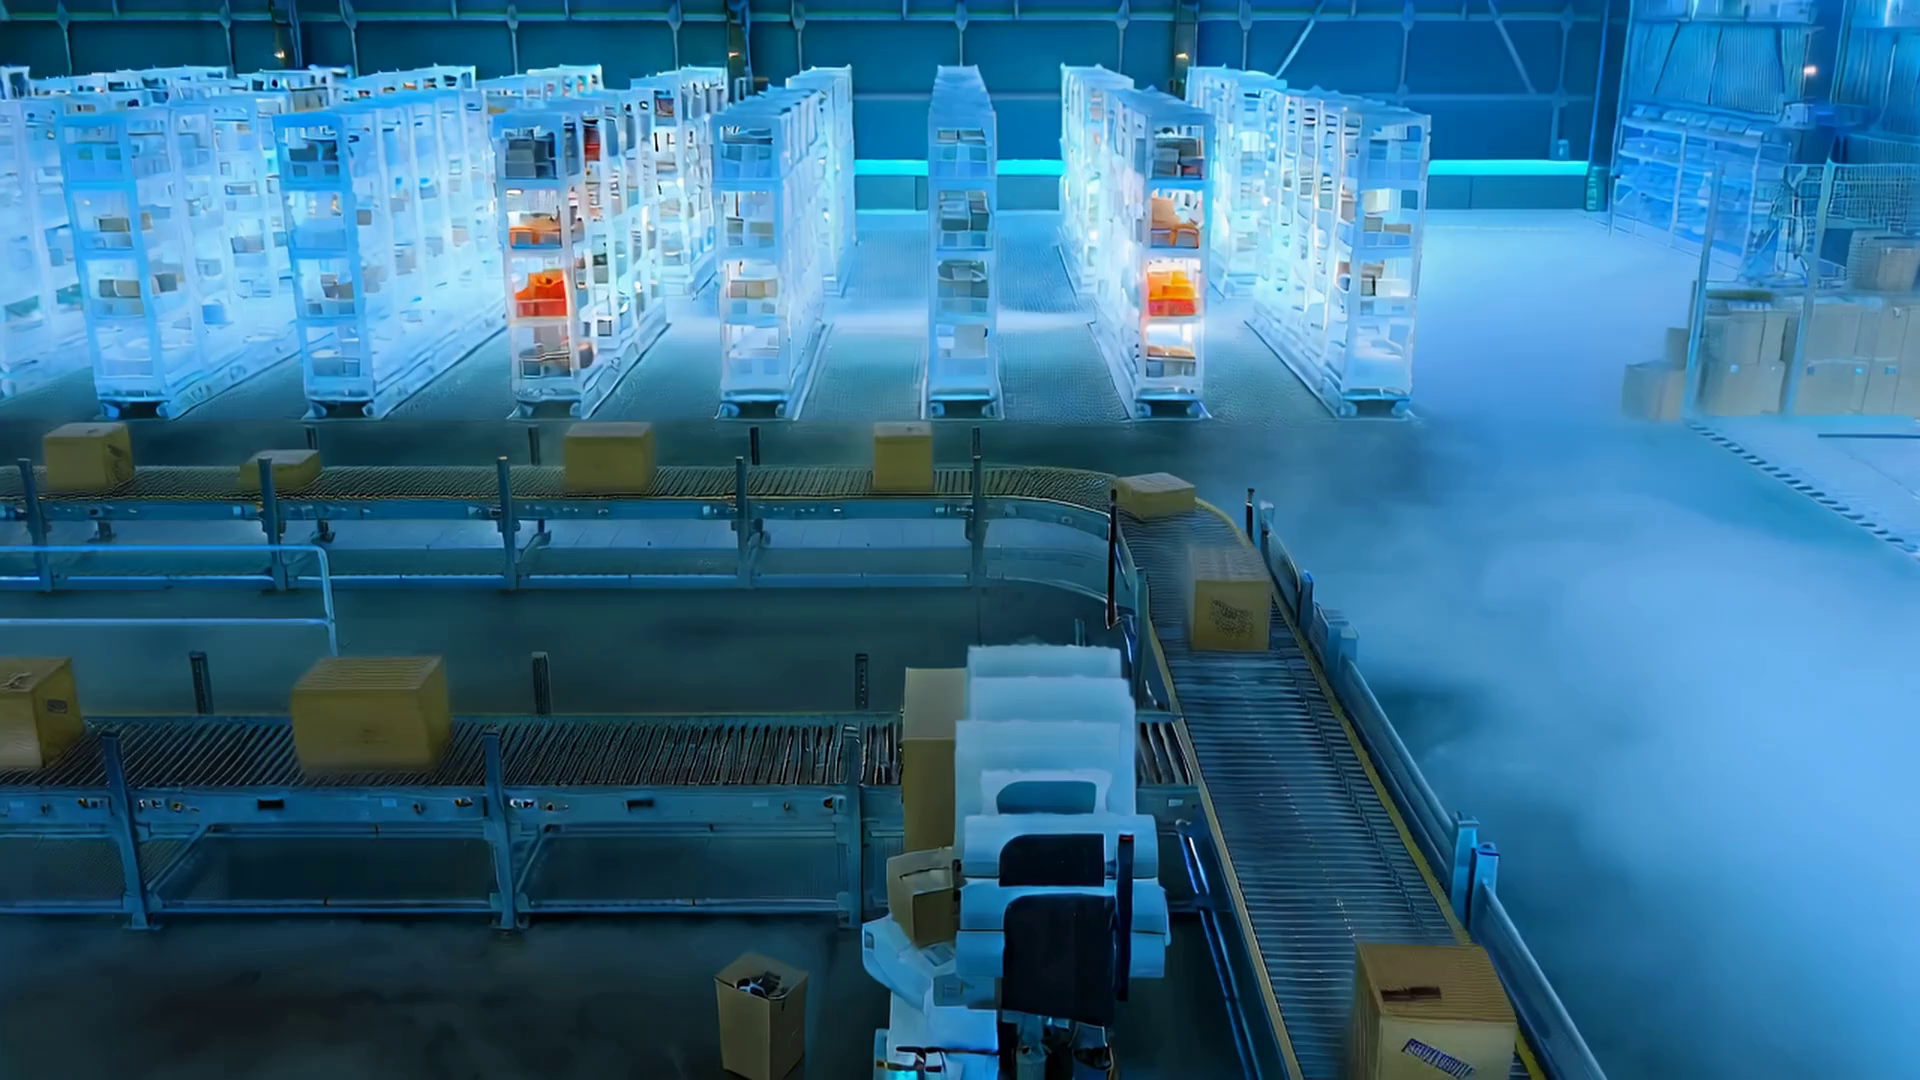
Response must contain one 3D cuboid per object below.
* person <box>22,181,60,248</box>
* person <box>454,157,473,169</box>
[{"bbox_3d":[-16.441,-5.527,29.715,0.607,1.819,0.588,-5,19,-16],"label":"person"},{"bbox_3d":[-10.564,-7.335,35.301,0.707,1.817,0.569,4,18,13],"label":"person"}]
